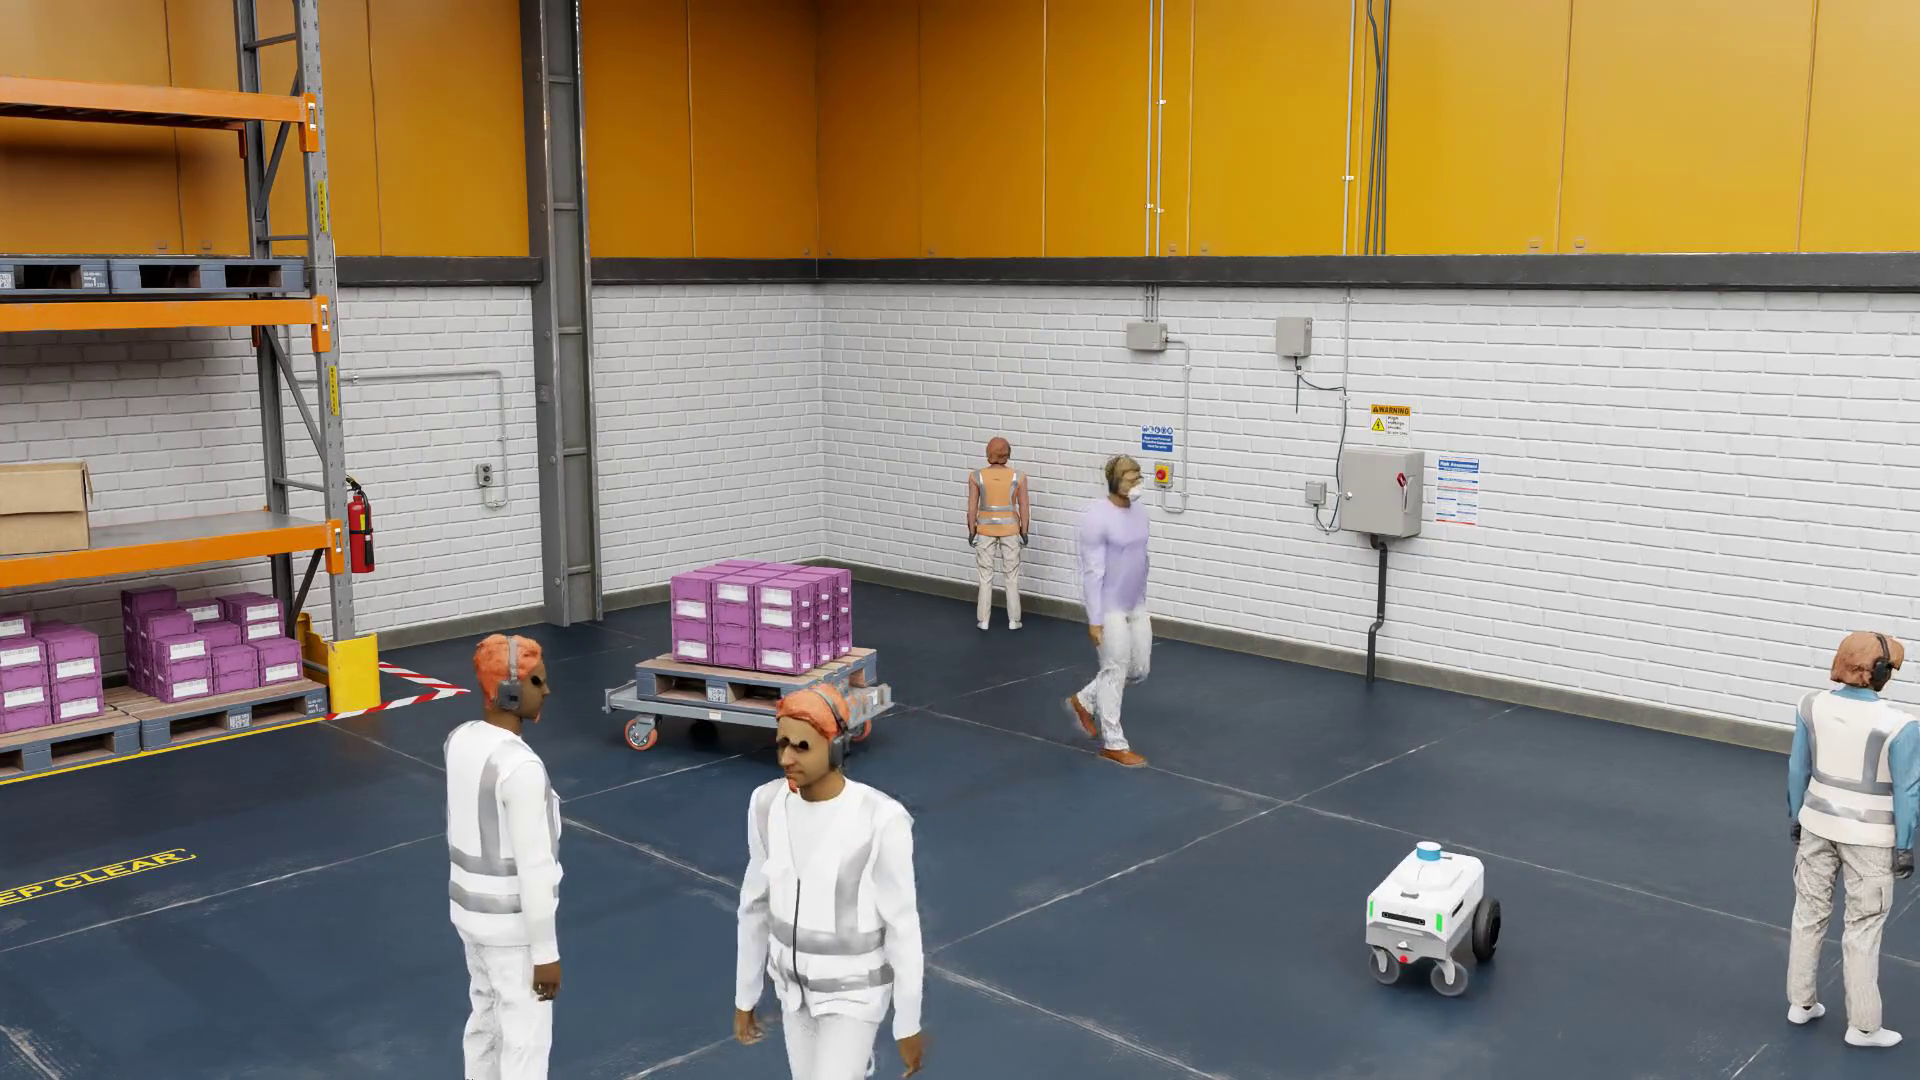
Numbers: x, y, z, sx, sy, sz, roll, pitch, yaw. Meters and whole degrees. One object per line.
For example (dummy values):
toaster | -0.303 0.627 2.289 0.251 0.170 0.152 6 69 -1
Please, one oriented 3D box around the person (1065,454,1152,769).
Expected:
person | 0.907 0.419 10.209 0.592 1.927 0.626 8 12 40

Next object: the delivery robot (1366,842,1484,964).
delivery robot | 2.015 1.549 7.184 0.477 0.478 0.707 6 11 31

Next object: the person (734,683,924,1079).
person | -0.409 1.334 4.763 0.614 1.869 0.458 7 12 37

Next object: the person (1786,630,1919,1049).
person | 3.488 1.163 6.527 0.314 1.639 0.514 -5 11 -28

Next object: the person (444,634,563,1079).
person | -1.447 1.231 5.365 0.364 1.883 0.598 -7 12 -39

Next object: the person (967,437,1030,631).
person | 0.320 -0.043 13.924 0.525 1.637 0.307 0 9 2
